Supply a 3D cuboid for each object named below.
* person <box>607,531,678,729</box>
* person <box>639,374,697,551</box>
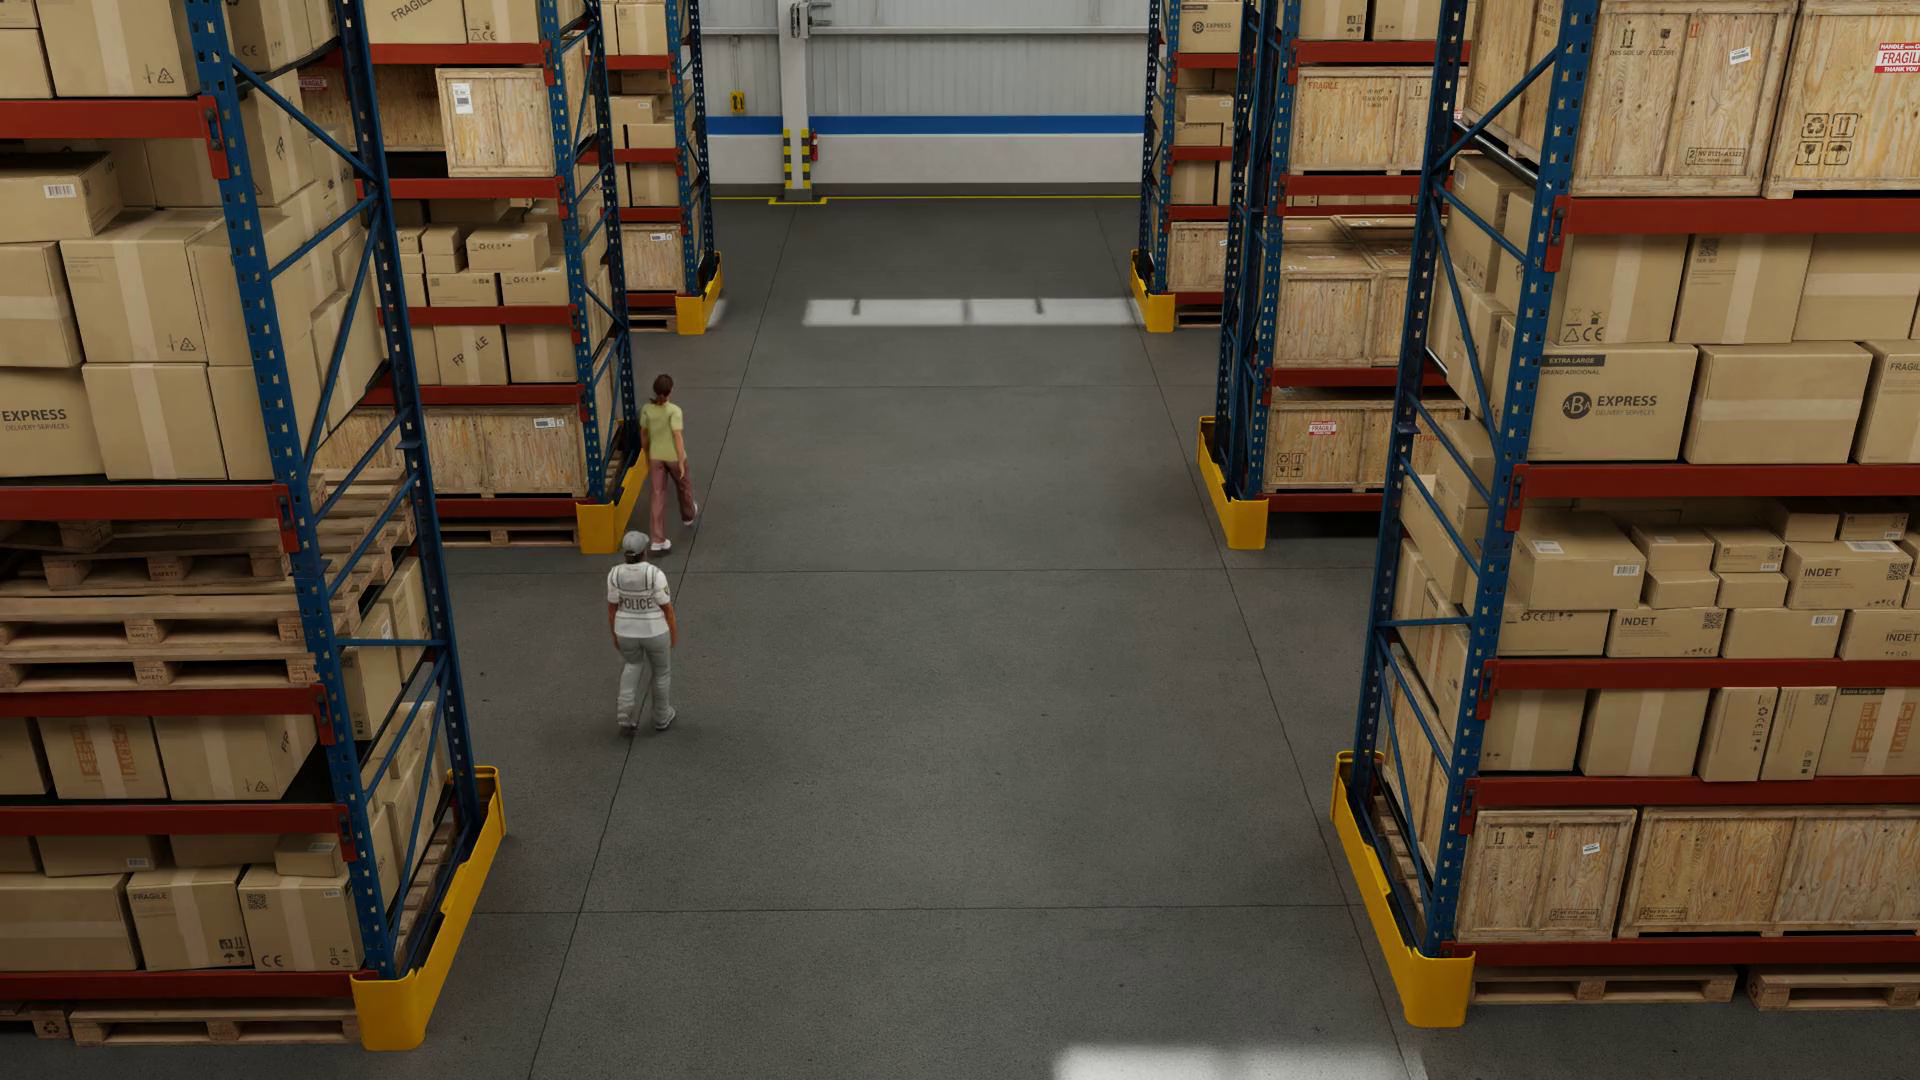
[{"bbox_3d":[-2.370,0.692,12.513,0.487,1.672,0.485,3,25,7],"label":"person"},{"bbox_3d":[-2.782,-0.781,15.693,0.456,1.612,1.035,3,25,6],"label":"person"}]
